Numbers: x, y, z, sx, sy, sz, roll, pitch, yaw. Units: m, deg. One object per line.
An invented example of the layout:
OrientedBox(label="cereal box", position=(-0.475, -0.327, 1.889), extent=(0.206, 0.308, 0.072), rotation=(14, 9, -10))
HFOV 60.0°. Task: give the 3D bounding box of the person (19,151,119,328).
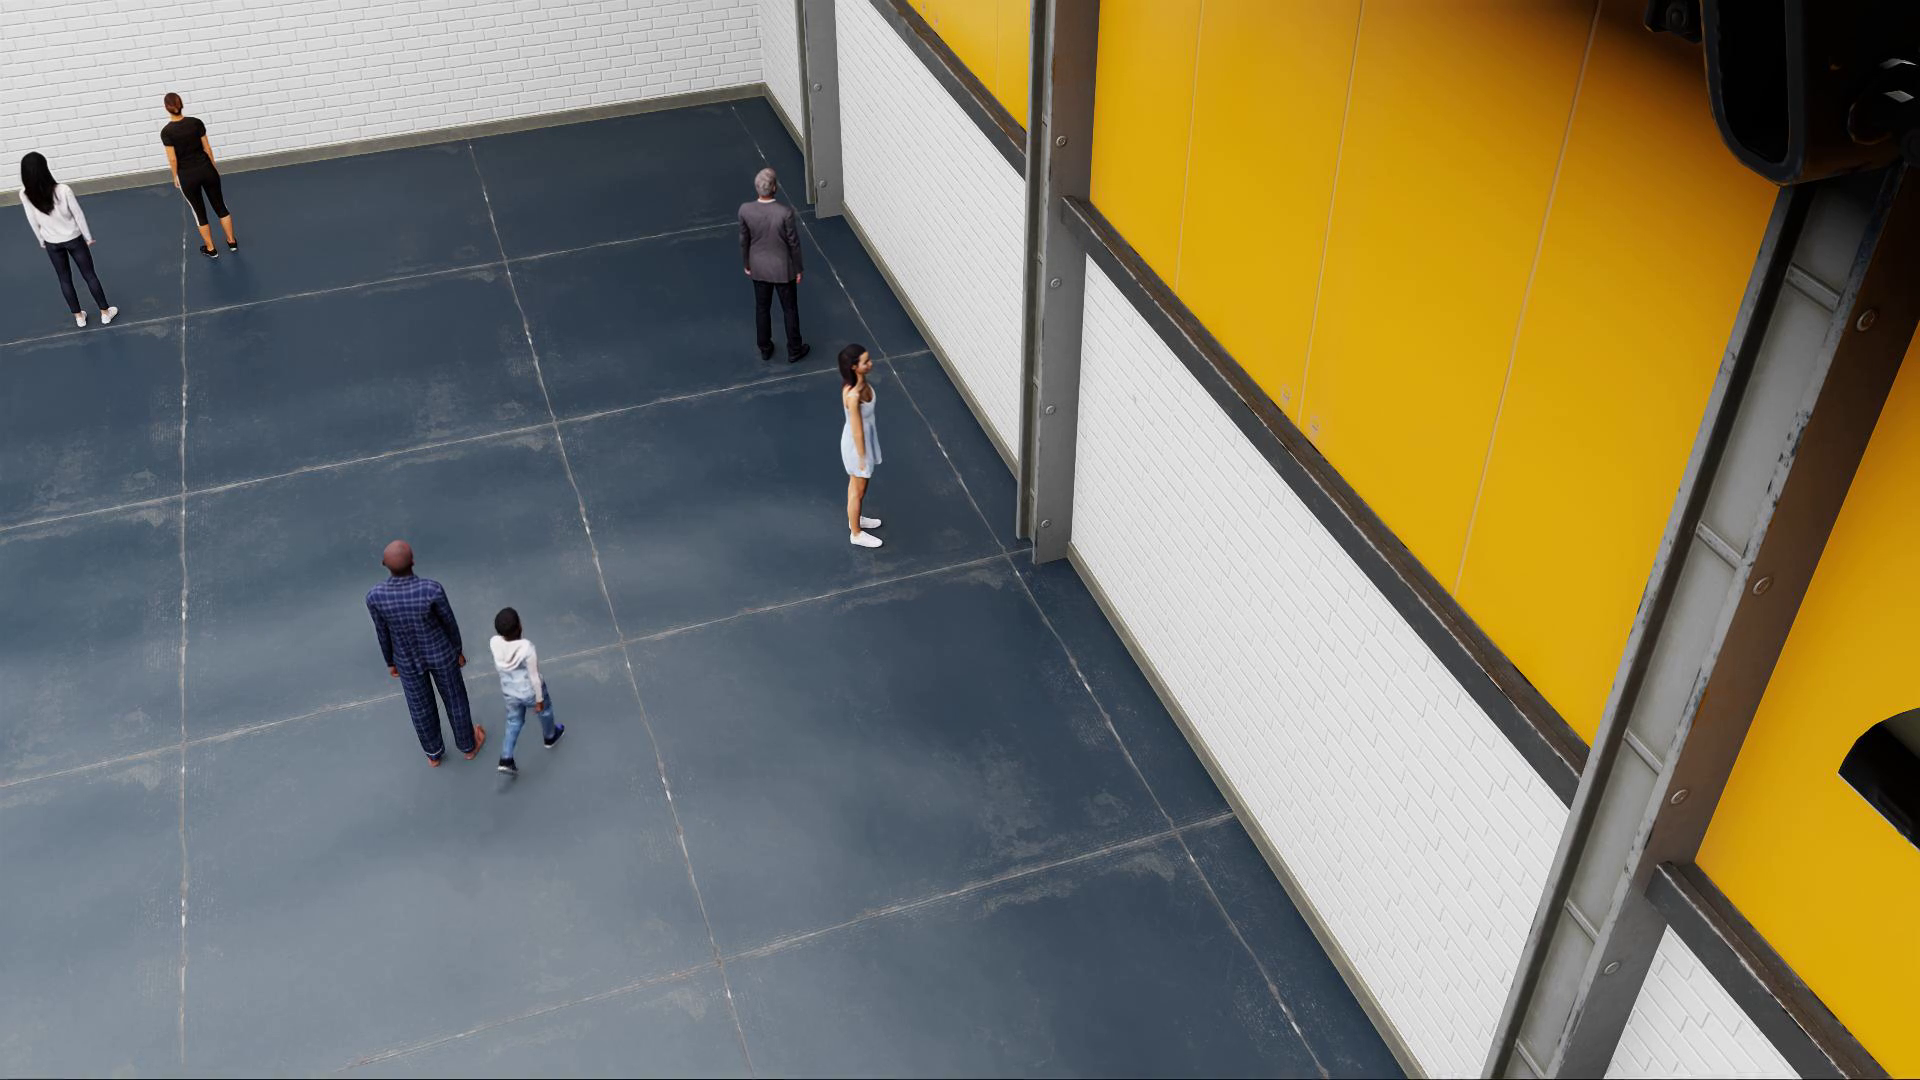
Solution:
OrientedBox(label="person", position=(-8.145, -2.729, 15.097), extent=(0.637, 1.700, 0.580), rotation=(-8, 39, -9))

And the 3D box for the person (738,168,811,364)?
OrientedBox(label="person", position=(-1.634, -2.404, 14.579), extent=(0.810, 1.840, 0.808), rotation=(8, 39, 10))

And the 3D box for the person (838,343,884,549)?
OrientedBox(label="person", position=(-0.769, -0.734, 12.576), extent=(0.718, 1.729, 0.586), rotation=(1, 39, 1))

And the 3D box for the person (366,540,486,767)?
OrientedBox(label="person", position=(-3.433, 0.729, 10.672), extent=(0.683, 1.819, 0.637), rotation=(-8, 39, -10))

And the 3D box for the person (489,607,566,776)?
OrientedBox(label="person", position=(-2.884, 0.995, 10.805), extent=(0.747, 1.238, 0.893), rotation=(9, 39, 11))

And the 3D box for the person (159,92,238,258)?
OrientedBox(label="person", position=(-7.420, -3.560, 16.163), extent=(0.651, 1.669, 0.640), rotation=(-29, 47, -31))
